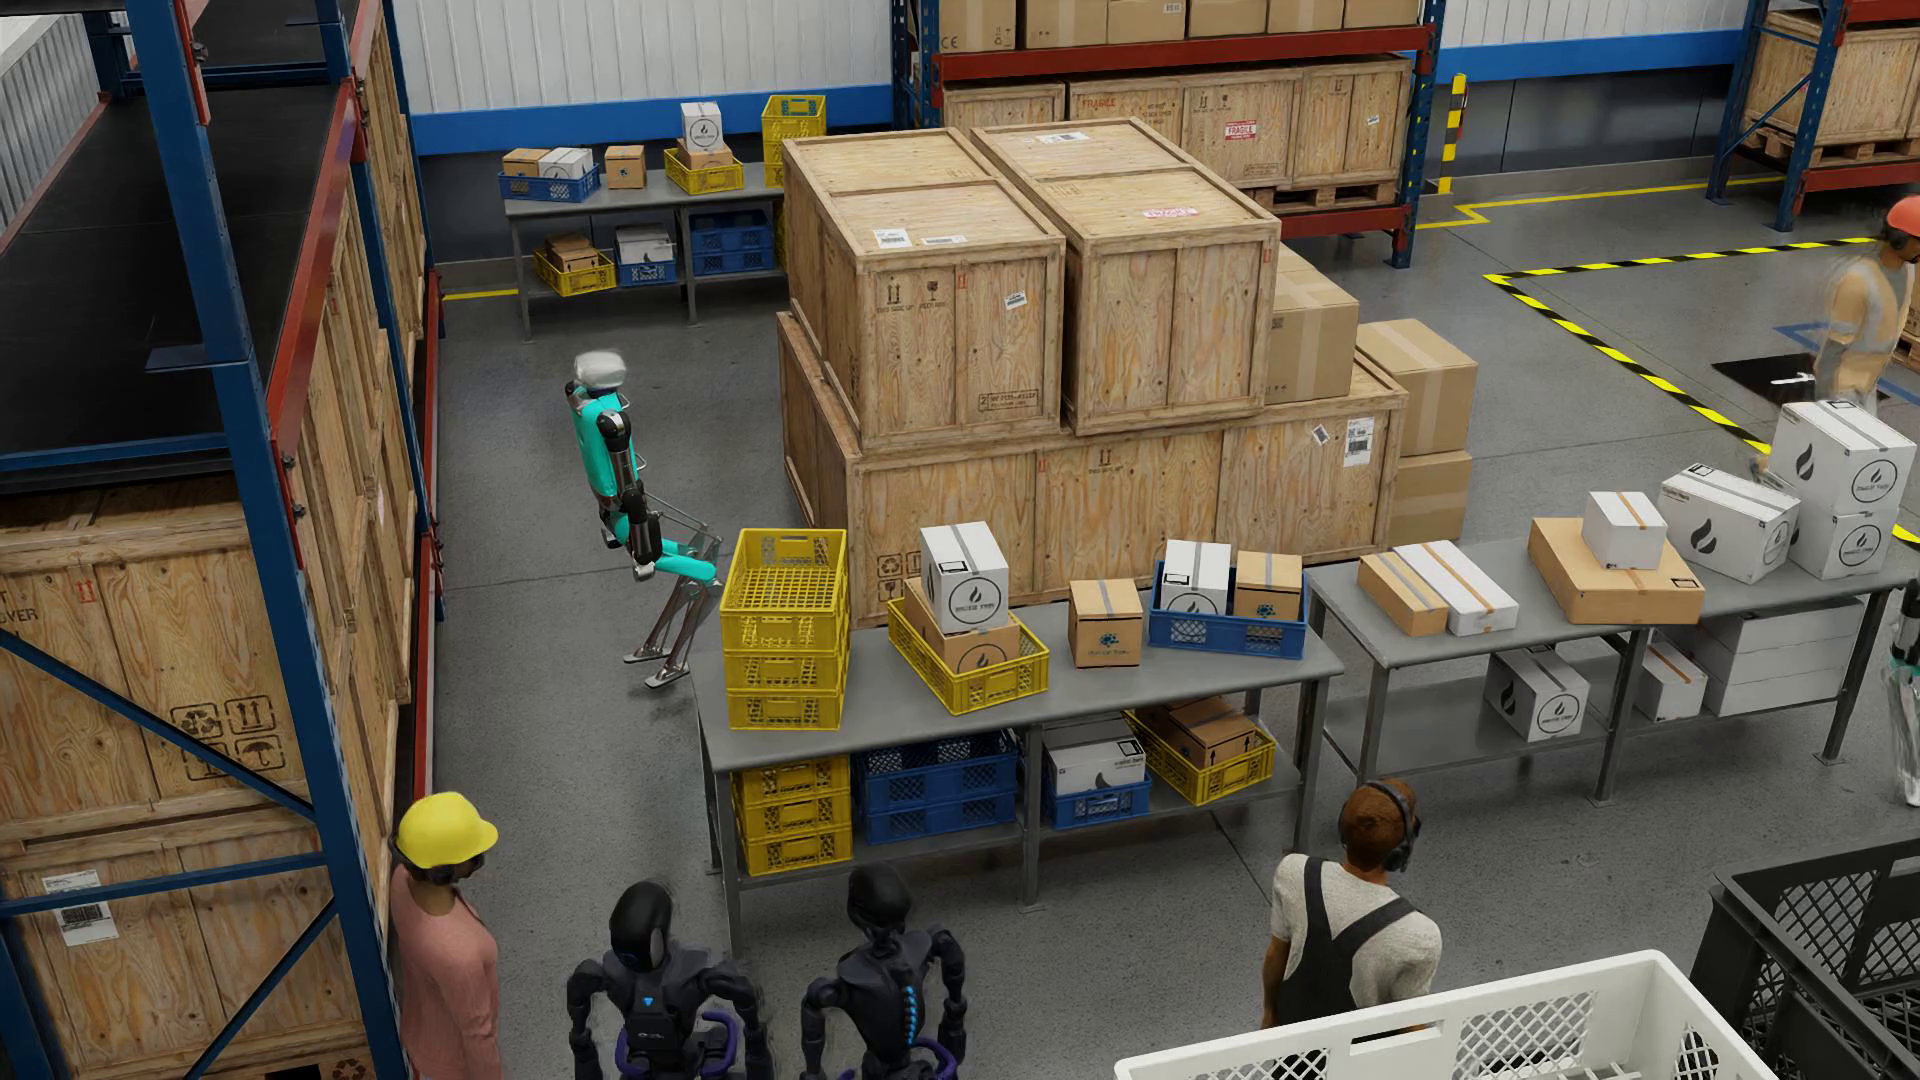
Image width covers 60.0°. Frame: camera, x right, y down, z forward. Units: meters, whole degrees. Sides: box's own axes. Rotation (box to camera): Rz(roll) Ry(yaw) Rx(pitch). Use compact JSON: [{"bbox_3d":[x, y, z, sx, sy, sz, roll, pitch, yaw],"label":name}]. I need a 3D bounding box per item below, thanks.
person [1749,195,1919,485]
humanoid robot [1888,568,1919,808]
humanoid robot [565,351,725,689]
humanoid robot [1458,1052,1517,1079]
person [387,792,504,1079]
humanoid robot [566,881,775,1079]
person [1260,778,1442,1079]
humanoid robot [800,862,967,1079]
[{"bbox_3d":[4.725,-0.899,8.943,0.642,2.016,0.645,-18,34,-29],"label":"person"},{"bbox_3d":[4.116,0.400,6.895,0.551,1.790,0.773,10,30,17],"label":"humanoid robot"},{"bbox_3d":[-1.375,-0.121,7.674,0.735,1.677,0.533,-16,33,-27],"label":"humanoid robot"},{"bbox_3d":[0.961,2.038,3.988,0.870,1.866,0.581,-4,29,-7],"label":"humanoid robot"},{"bbox_3d":[-1.453,1.468,4.909,0.351,1.757,0.537,-19,34,-31],"label":"person"},{"bbox_3d":[-0.799,1.582,4.794,0.609,1.634,0.430,1,29,1],"label":"humanoid robot"},{"bbox_3d":[1.096,1.469,4.833,0.507,1.837,0.334,22,36,34],"label":"person"},{"bbox_3d":[-0.237,1.612,4.759,0.596,1.634,0.721,-20,34,-31],"label":"humanoid robot"}]
